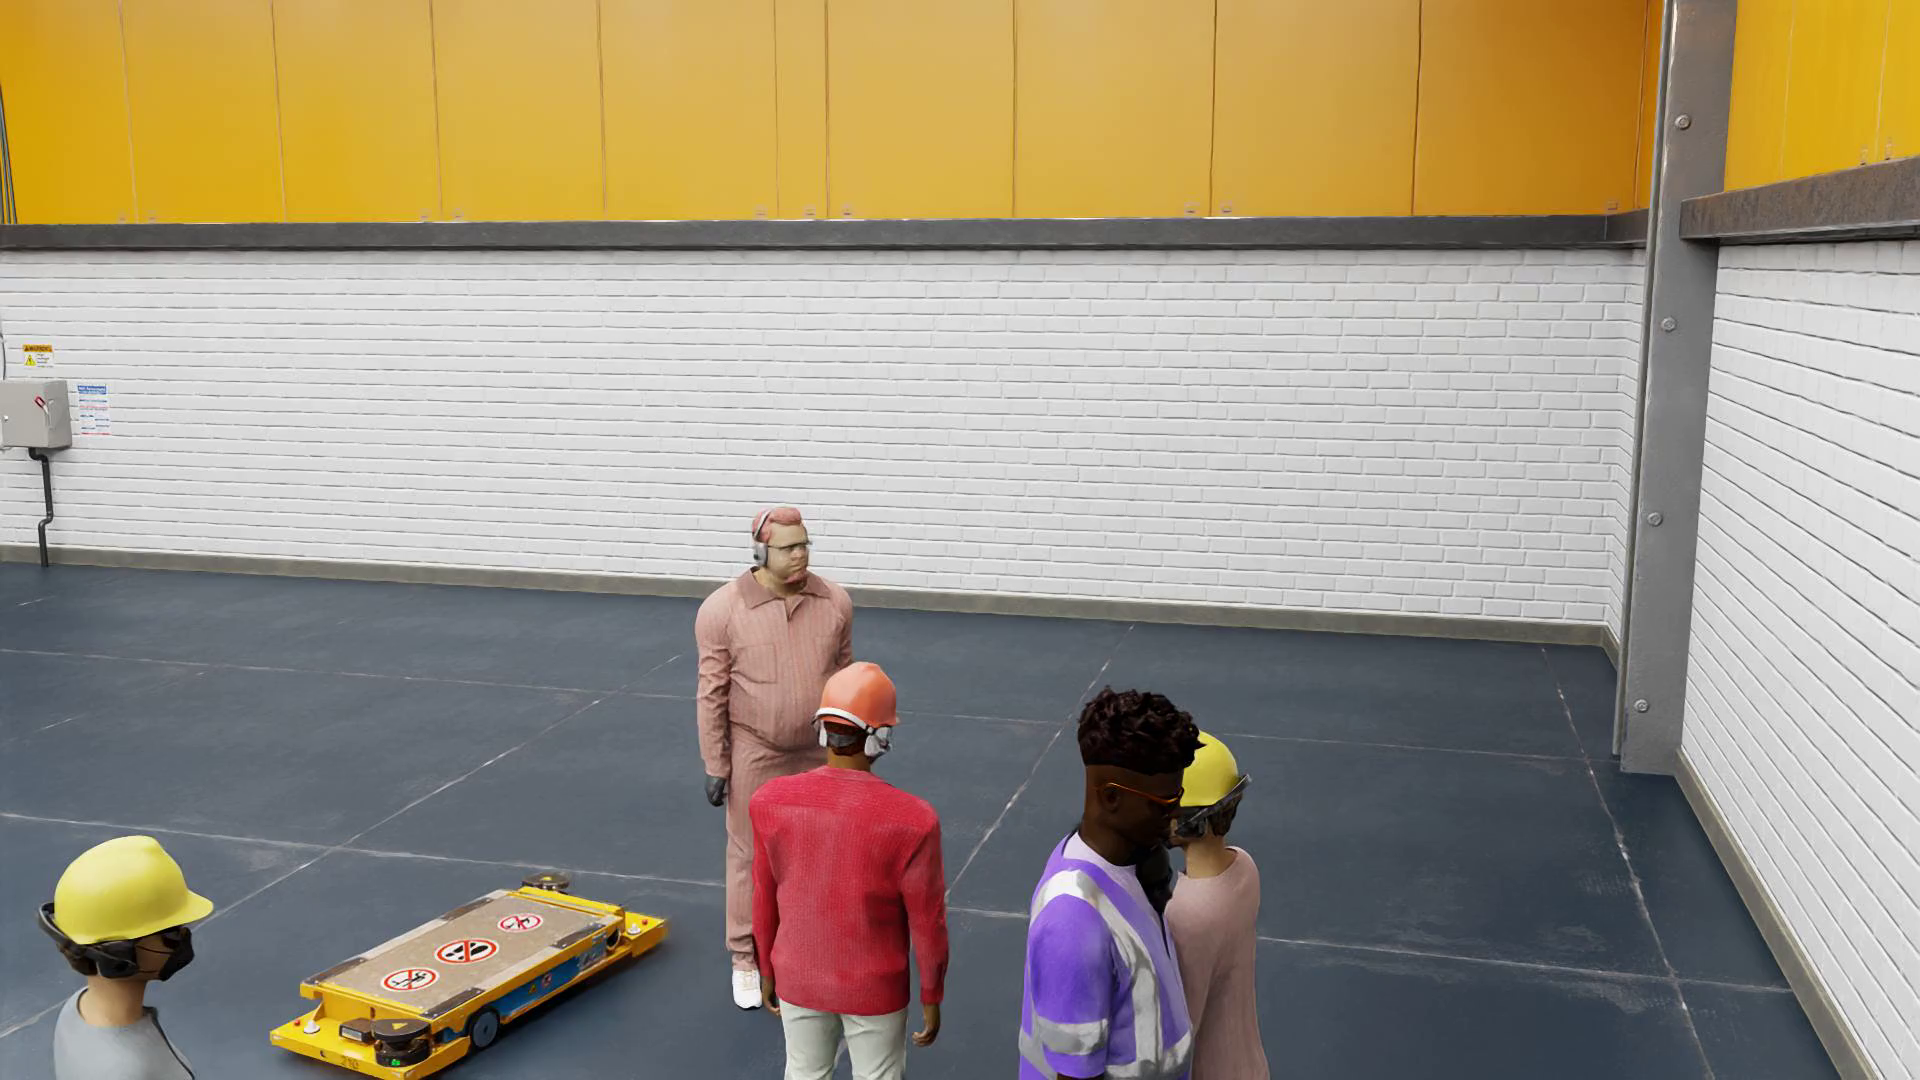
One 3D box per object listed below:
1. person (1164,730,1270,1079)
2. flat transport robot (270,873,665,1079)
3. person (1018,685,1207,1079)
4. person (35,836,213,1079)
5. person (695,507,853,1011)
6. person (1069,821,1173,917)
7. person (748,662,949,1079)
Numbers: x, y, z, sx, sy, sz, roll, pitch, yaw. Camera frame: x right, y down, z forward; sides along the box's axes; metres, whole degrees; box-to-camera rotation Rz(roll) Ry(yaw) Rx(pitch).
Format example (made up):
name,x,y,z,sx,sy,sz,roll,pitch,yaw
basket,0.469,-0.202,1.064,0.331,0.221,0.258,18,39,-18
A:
name,x,y,z,sx,sy,sz,roll,pitch,yaw
person,0.549,1.302,3.934,0.340,1.760,0.525,4,11,24
flat transport robot,-1.832,1.631,6.369,0.652,0.197,1.431,5,11,27
person,0.316,1.268,3.547,0.378,1.959,0.604,2,10,10
person,-1.557,1.424,3.191,0.323,1.769,0.523,-6,11,-33
person,-0.673,0.818,6.353,0.651,1.907,0.409,-5,11,-28
person,0.318,1.383,3.637,0.317,1.695,0.540,2,10,13
person,-0.302,1.195,4.626,0.575,1.740,0.354,3,10,16
